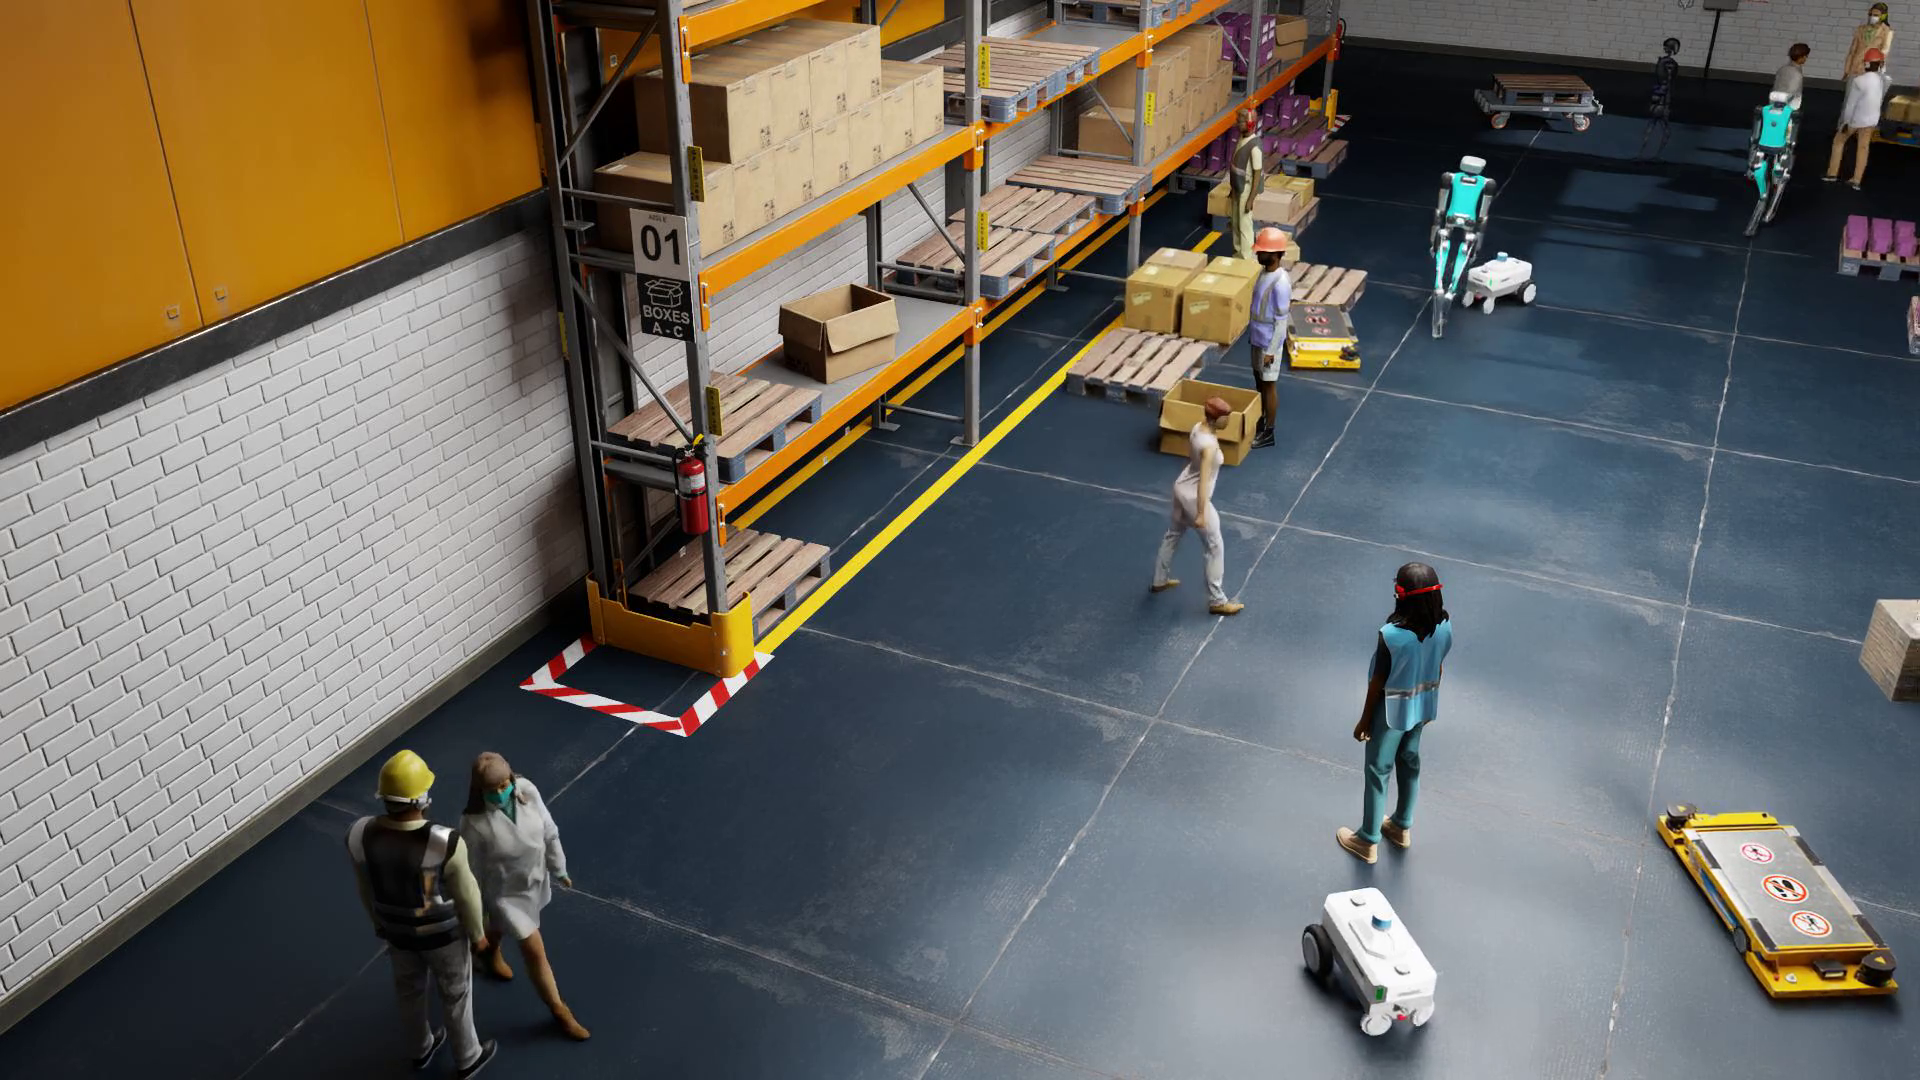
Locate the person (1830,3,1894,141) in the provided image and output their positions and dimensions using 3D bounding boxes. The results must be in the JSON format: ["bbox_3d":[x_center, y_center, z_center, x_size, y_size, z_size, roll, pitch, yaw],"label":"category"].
[{"bbox_3d":[12.584,-6.515,23.133,0.390,1.866,0.554,-21,35,-33],"label":"person"}]

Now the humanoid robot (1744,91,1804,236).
[{"bbox_3d":[9.502,-4.408,19.412,0.547,1.743,1.075,22,35,35],"label":"humanoid robot"}]

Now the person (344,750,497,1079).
[{"bbox_3d":[-2.496,1.782,7.794,0.594,1.820,0.403,5,29,10],"label":"person"}]

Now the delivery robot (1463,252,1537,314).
[{"bbox_3d":[5.668,-2.723,17.478,0.798,0.597,0.499,-19,34,-31],"label":"delivery robot"}]

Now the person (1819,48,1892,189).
[{"bbox_3d":[11.421,-5.382,21.171,0.571,1.718,0.679,-4,29,-7],"label":"person"}]

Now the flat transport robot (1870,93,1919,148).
[{"bbox_3d":[13.342,-5.565,23.047,1.431,0.231,0.659,22,35,35],"label":"flat transport robot"}]

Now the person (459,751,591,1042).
[{"bbox_3d":[-2.232,1.673,8.200,0.879,1.613,0.475,18,33,30],"label":"person"}]

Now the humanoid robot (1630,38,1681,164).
[{"bbox_3d":[9.315,-5.800,22.004,0.557,1.648,0.599,5,29,9],"label":"humanoid robot"}]

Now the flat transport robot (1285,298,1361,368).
[{"bbox_3d":[3.561,-2.058,16.544,0.659,0.231,1.431,2,28,4],"label":"flat transport robot"}]

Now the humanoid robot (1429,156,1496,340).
[{"bbox_3d":[4.911,-2.811,16.492,0.564,1.850,0.803,9,30,16],"label":"humanoid robot"}]

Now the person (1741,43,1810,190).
[{"bbox_3d":[10.382,-5.347,21.036,0.576,1.821,0.527,-1,28,-2],"label":"person"}]

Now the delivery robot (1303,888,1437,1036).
[{"bbox_3d":[2.130,2.122,8.484,0.525,0.587,0.738,-6,29,-11],"label":"delivery robot"}]

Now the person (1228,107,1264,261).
[{"bbox_3d":[3.091,-3.772,18.065,0.376,1.840,0.571,-5,29,-9],"label":"person"}]

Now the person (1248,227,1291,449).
[{"bbox_3d":[2.587,-1.719,14.158,0.359,1.939,0.542,-3,29,-6],"label":"person"}]

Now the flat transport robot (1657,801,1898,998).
[{"bbox_3d":[4.453,1.943,9.126,0.659,0.231,1.431,-1,28,-3],"label":"flat transport robot"}]

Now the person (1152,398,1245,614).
[{"bbox_3d":[1.727,-0.261,11.782,0.615,1.625,0.587,-5,29,-9],"label":"person"}]

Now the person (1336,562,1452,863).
[{"bbox_3d":[2.442,0.969,9.262,0.503,1.862,0.395,-15,32,-26],"label":"person"}]
